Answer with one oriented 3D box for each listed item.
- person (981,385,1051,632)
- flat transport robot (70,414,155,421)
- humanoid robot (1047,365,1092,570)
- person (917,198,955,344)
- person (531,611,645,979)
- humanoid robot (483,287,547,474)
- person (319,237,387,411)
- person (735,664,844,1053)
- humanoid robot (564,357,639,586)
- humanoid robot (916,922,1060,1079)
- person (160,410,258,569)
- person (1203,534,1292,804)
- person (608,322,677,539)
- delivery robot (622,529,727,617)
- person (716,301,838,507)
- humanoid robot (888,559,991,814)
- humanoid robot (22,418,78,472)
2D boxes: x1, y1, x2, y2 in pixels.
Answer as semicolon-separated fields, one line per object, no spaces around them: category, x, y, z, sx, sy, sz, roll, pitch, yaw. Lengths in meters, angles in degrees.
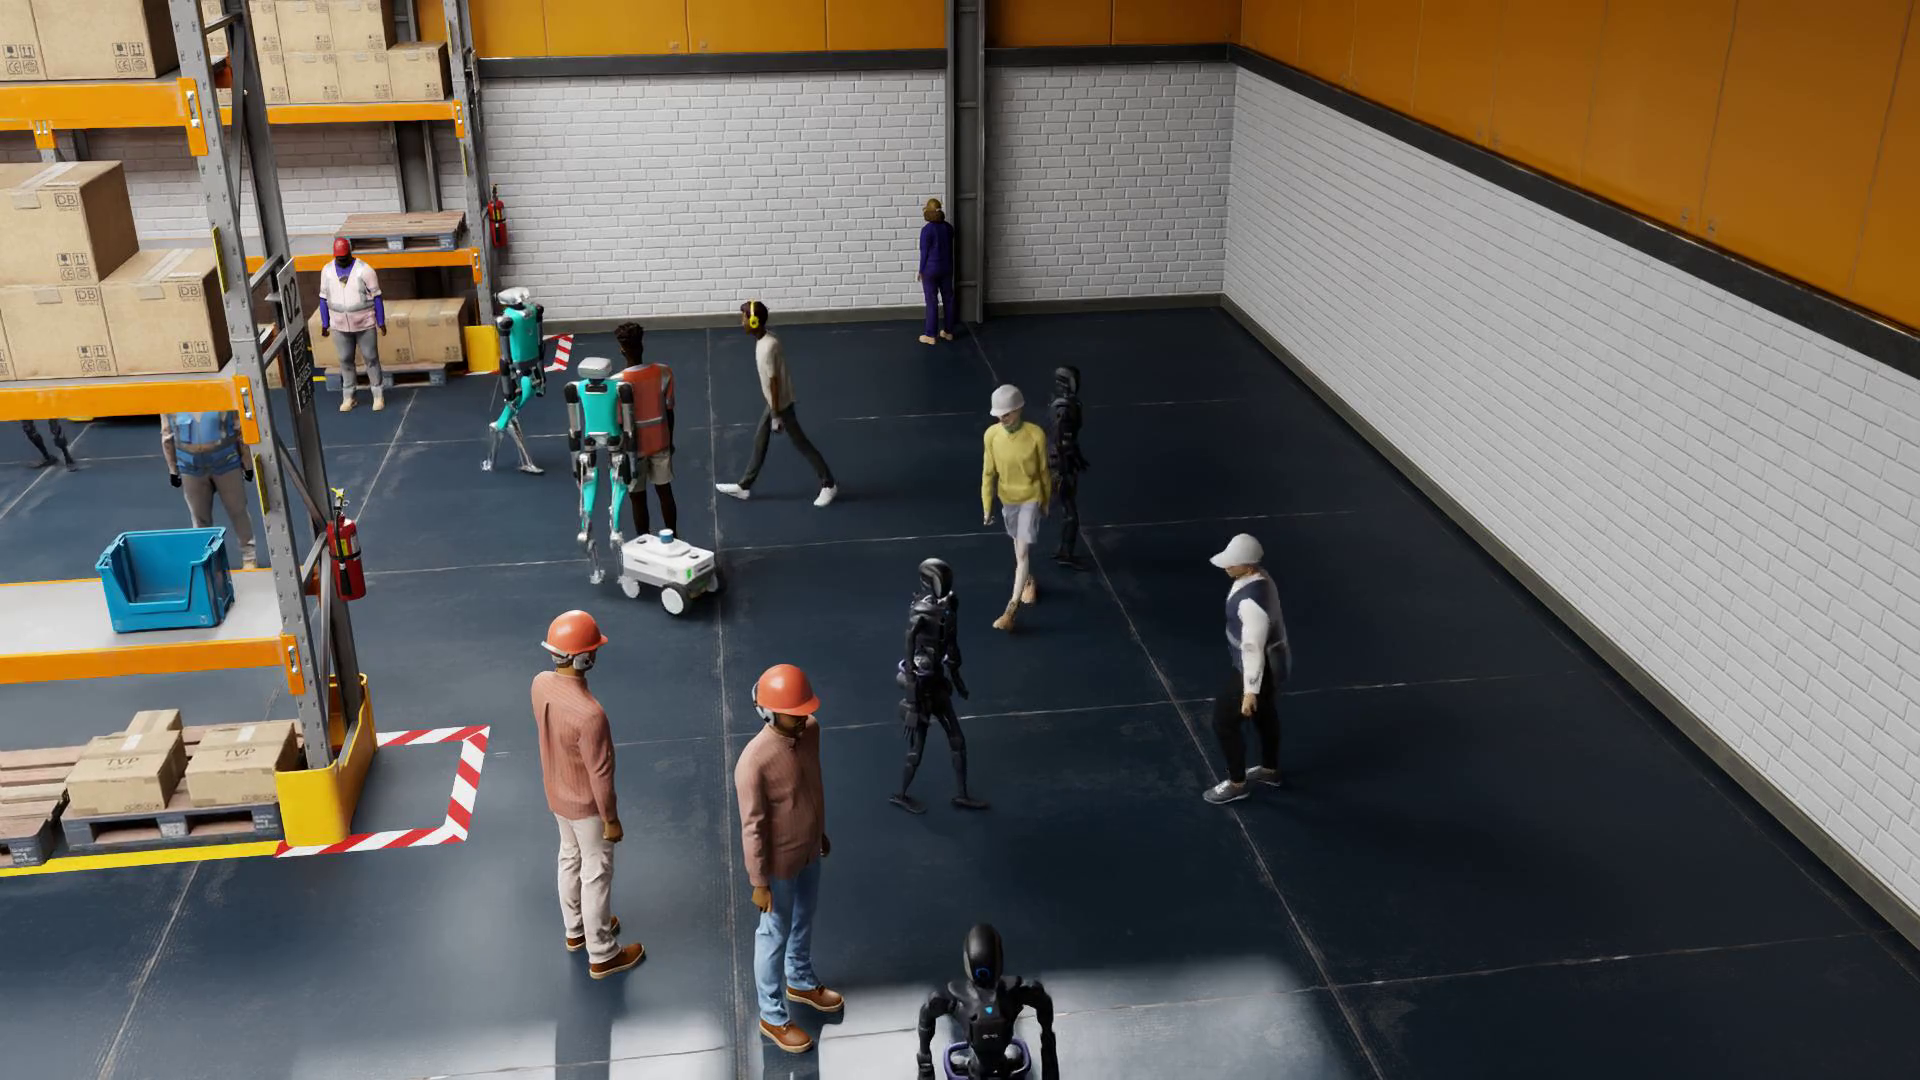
person;0.392;-0.275;12.086;0.480;1.818;1.006;9;25;19
flat transport robot;-8.033;-1.407;16.601;1.431;0.231;0.659;-3;24;-7
humanoid robot;0.878;-0.578;12.961;0.403;1.653;0.612;7;25;15
person;-0.275;-3.004;18.552;0.457;1.622;0.347;-17;29;-34
person;-1.883;1.274;8.367;0.401;1.986;0.610;-19;30;-36
humanoid robot;-4.037;-1.348;14.767;0.776;1.893;0.545;12;26;25
person;-5.976;-2.123;16.389;0.624;1.749;0.419;-2;24;-5
person;-0.805;1.478;7.885;0.380;1.993;0.620;11;26;24
humanoid robot;-2.731;-0.470;12.599;0.535;1.746;0.697;1;24;3
humanoid robot;0.127;2.219;6.590;0.615;1.654;0.317;-3;24;-7
person;-5.740;-0.567;12.751;0.632;1.837;0.431;-5;24;-12
person;1.712;0.768;9.832;0.563;1.730;0.871;3;24;8
person;-2.478;-0.741;12.980;0.601;1.961;0.371;-20;30;-38
delivery robot;-2.190;0.210;12.550;0.784;0.585;0.499;14;27;29
person;-1.553;-1.145;14.121;1.054;1.789;0.595;-4;24;-10
humanoid robot;-0.137;0.868;9.678;0.599;1.635;0.594;12;26;26
humanoid robot;-8.269;-1.395;14.825;0.586;1.635;0.371;4;24;8
